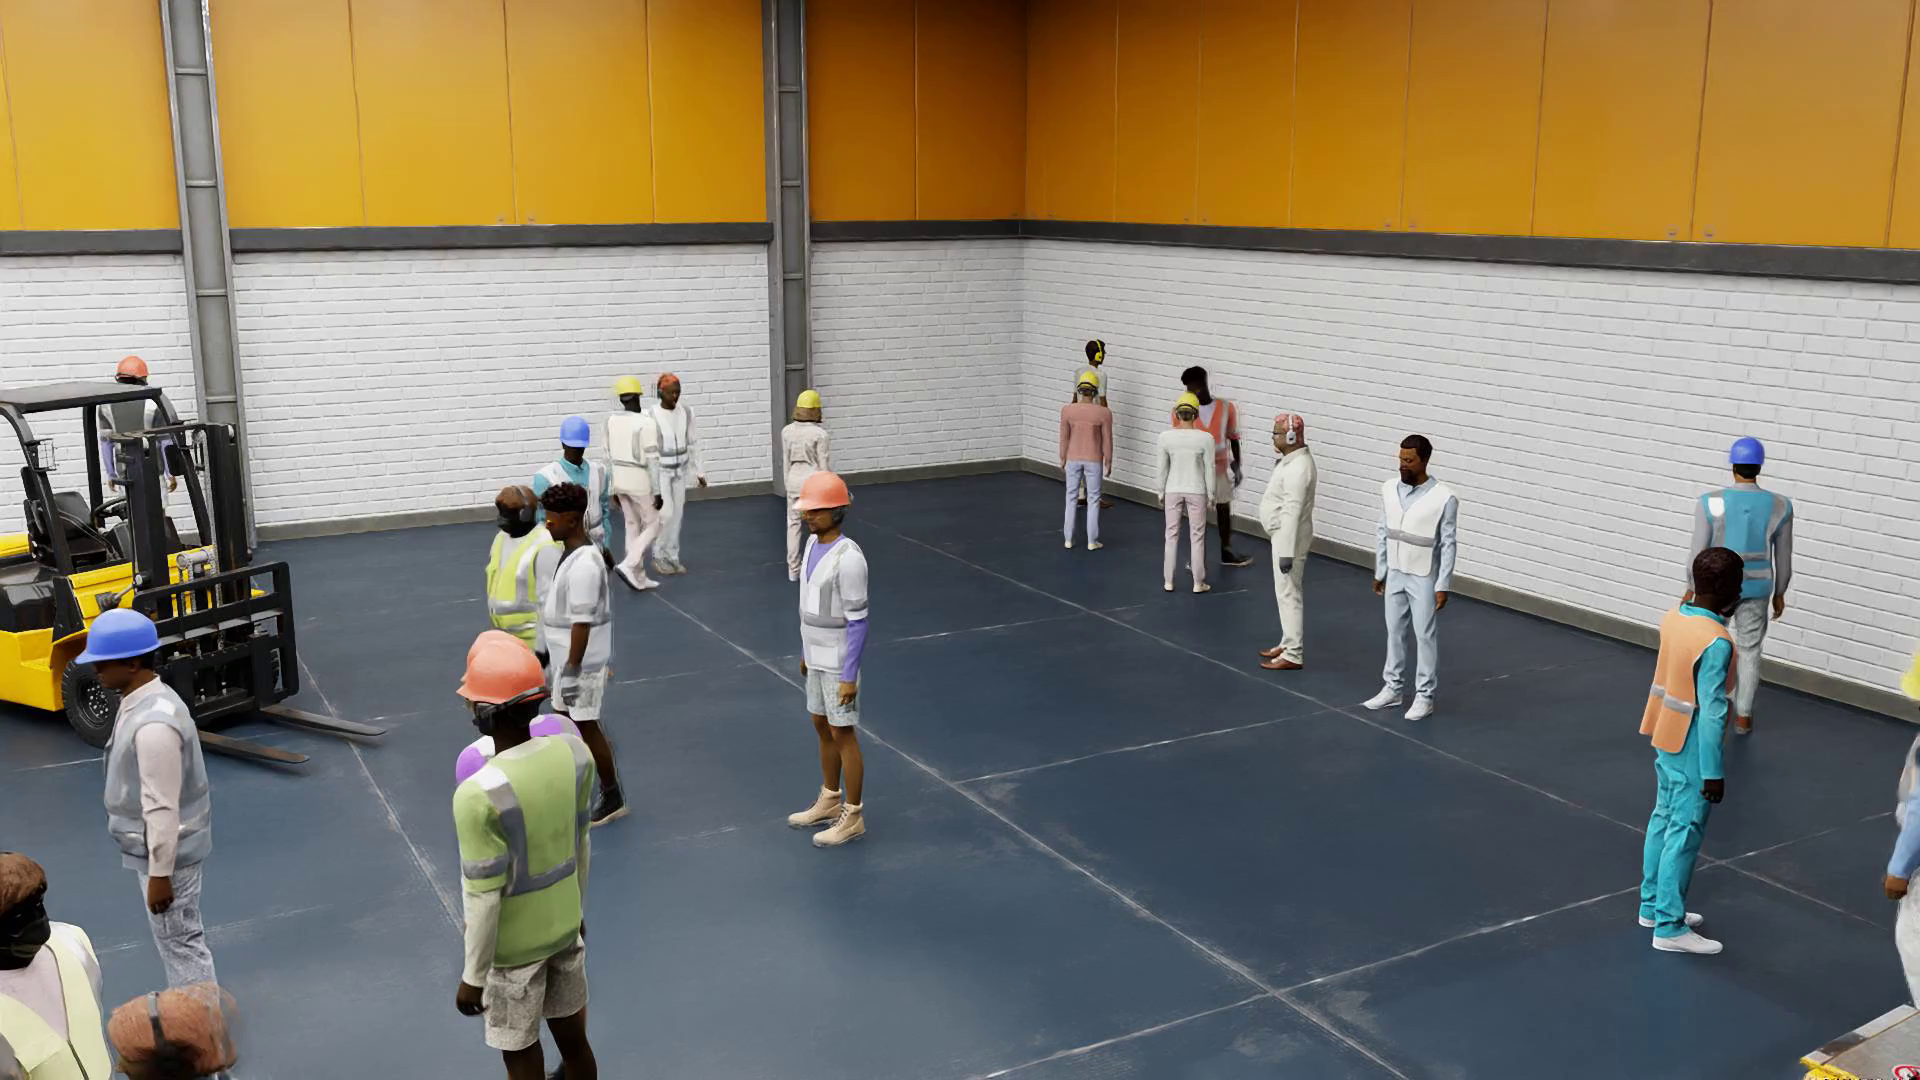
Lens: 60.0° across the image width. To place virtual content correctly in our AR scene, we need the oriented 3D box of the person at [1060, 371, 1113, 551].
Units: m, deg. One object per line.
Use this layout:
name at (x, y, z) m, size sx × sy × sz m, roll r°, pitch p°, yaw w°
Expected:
person at (1.231, -0.769, 16.247) m, size 0.532 × 1.756 × 0.344 m, roll 3°, pitch 13°, yaw 16°

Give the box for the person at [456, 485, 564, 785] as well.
person at (-2.569, 0.551, 9.967) m, size 0.641 × 1.798 × 0.950 m, roll 11°, pitch 16°, yaw 41°

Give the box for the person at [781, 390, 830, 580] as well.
person at (-1.369, -0.480, 14.947) m, size 0.485 × 1.733 × 0.332 m, roll 6°, pitch 13°, yaw 26°

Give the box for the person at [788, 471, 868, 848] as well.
person at (-0.722, 0.636, 8.976) m, size 0.375 × 2.042 × 0.615 m, roll -7°, pitch 14°, yaw -28°

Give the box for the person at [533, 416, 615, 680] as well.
person at (-2.720, 0.081, 11.817) m, size 0.409 × 1.940 × 0.606 m, roll 11°, pitch 16°, yaw 42°

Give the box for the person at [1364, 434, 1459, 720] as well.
person at (3.039, 0.239, 11.132) m, size 0.386 × 1.918 × 0.590 m, roll -9°, pitch 15°, yaw -36°

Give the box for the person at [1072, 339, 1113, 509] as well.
person at (1.456, -1.274, 18.342) m, size 0.309 × 1.868 × 0.535 m, roll -10°, pitch 15°, yaw -39°

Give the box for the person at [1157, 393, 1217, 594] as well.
person at (1.977, -0.404, 14.521) m, size 0.523 × 1.761 × 0.326 m, roll 4°, pitch 13°, yaw 19°

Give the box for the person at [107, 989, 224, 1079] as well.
person at (-1.897, 1.875, 4.114) m, size 0.536 × 1.628 × 0.416 m, roll 10°, pitch 16°, yaw 40°

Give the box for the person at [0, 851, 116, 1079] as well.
person at (-2.467, 1.704, 4.445) m, size 0.429 × 1.844 × 0.626 m, roll 2°, pitch 12°, yaw 11°

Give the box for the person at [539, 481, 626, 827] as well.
person at (-2.136, 0.640, 9.170) m, size 0.537 × 1.953 × 0.638 m, roll -4°, pitch 13°, yaw -17°

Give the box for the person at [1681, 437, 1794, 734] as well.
person at (5.039, 0.299, 10.794) m, size 0.624 × 1.946 × 0.403 m, roll 2°, pitch 12°, yaw 11°

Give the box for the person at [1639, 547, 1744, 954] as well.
person at (3.389, 0.968, 7.742) m, size 0.397 × 1.911 × 0.587 m, roll 1°, pitch 12°, yaw 4°

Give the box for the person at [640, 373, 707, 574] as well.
person at (-2.638, -0.595, 15.158) m, size 0.614 × 1.865 × 0.474 m, roll -11°, pitch 16°, yaw -43°

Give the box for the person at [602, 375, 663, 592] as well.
person at (-2.850, -0.470, 14.482) m, size 0.630 × 1.903 × 0.509 m, roll 8°, pitch 14°, yaw 32°

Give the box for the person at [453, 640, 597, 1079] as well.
person at (-1.496, 1.337, 5.686) m, size 0.385 × 2.045 × 0.605 m, roll 6°, pitch 13°, yaw 26°

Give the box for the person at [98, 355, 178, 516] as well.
person at (-7.325, -0.625, 14.882) m, size 0.608 × 2.045 × 0.391 m, roll -1°, pitch 12°, yaw -4°

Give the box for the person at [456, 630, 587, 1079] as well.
person at (-1.655, 1.278, 6.241) m, size 0.387 × 1.929 × 0.546 m, roll 9°, pitch 15°, yaw 35°

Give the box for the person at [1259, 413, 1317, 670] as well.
person at (2.405, 0.010, 12.265) m, size 0.403 × 1.899 × 0.642 m, roll 3°, pitch 12°, yaw 14°

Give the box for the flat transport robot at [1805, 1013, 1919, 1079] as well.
flat transport robot at (3.779, 2.081, 6.382) m, size 1.431 × 0.197 × 0.652 m, roll -8°, pitch 14°, yaw -33°

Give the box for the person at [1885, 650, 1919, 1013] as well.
person at (4.011, 1.248, 6.764) m, size 0.658 × 1.780 × 0.406 m, roll -8°, pitch 15°, yaw -34°

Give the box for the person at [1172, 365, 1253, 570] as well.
person at (2.348, -0.660, 15.345) m, size 0.808 × 1.919 × 0.393 m, roll 0°, pitch 12°, yaw -2°

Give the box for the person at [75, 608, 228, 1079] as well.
person at (-3.165, 1.207, 6.553) m, size 0.416 × 1.939 × 0.612 m, roll -7°, pitch 14°, yaw -29°

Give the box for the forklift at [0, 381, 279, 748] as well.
forklift at (-5.853, 0.085, 11.199) m, size 2.313 × 2.155 × 1.214 m, roll 7°, pitch 14°, yaw 28°
